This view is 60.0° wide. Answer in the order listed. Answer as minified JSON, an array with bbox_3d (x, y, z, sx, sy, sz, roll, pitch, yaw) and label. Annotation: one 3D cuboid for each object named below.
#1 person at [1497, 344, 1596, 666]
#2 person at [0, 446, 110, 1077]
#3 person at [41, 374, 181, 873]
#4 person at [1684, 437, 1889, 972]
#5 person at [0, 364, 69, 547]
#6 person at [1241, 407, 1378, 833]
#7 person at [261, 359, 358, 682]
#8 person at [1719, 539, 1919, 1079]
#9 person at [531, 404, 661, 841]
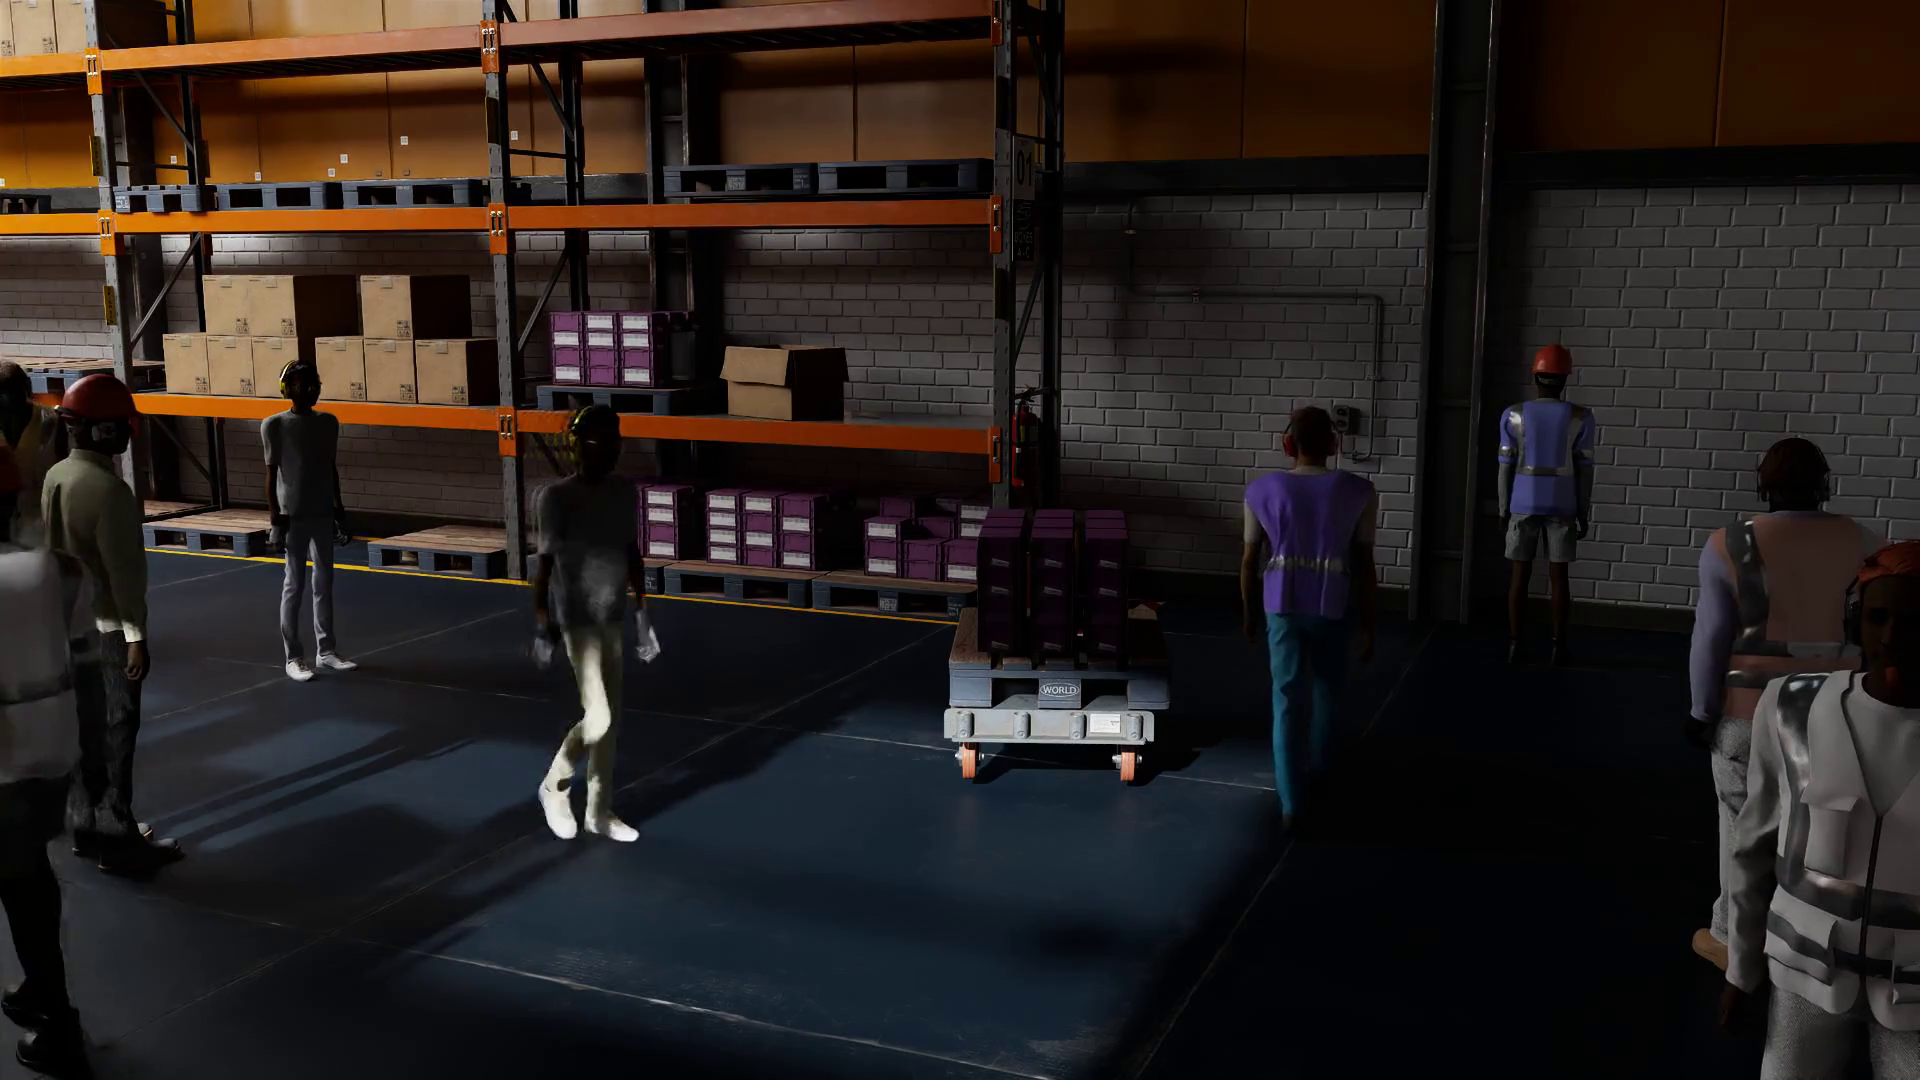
[{"bbox_3d":[3.514,-0.206,10.013,0.548,1.938,0.358,3,10,20],"label":"person"},{"bbox_3d":[-2.928,0.646,5.017,0.786,1.907,0.557,5,11,29],"label":"person"},{"bbox_3d":[-3.414,0.331,6.675,0.608,1.987,0.404,7,12,38],"label":"person"},{"bbox_3d":[2.779,0.572,5.653,0.624,1.841,0.430,1,10,5],"label":"person"},{"bbox_3d":[-5.753,-0.159,10.147,0.631,1.798,0.939,-5,11,-27],"label":"person"},{"bbox_3d":[1.532,0.316,7.333,0.582,1.784,0.996,2,10,13],"label":"person"},{"bbox_3d":[-3.797,-0.122,9.718,0.325,1.871,0.524,6,11,32],"label":"person"},{"bbox_3d":[1.857,0.927,3.394,0.572,1.883,0.354,7,12,37],"label":"person"},{"bbox_3d":[-1.502,0.358,6.901,0.394,1.855,0.537,6,11,31],"label":"person"}]
